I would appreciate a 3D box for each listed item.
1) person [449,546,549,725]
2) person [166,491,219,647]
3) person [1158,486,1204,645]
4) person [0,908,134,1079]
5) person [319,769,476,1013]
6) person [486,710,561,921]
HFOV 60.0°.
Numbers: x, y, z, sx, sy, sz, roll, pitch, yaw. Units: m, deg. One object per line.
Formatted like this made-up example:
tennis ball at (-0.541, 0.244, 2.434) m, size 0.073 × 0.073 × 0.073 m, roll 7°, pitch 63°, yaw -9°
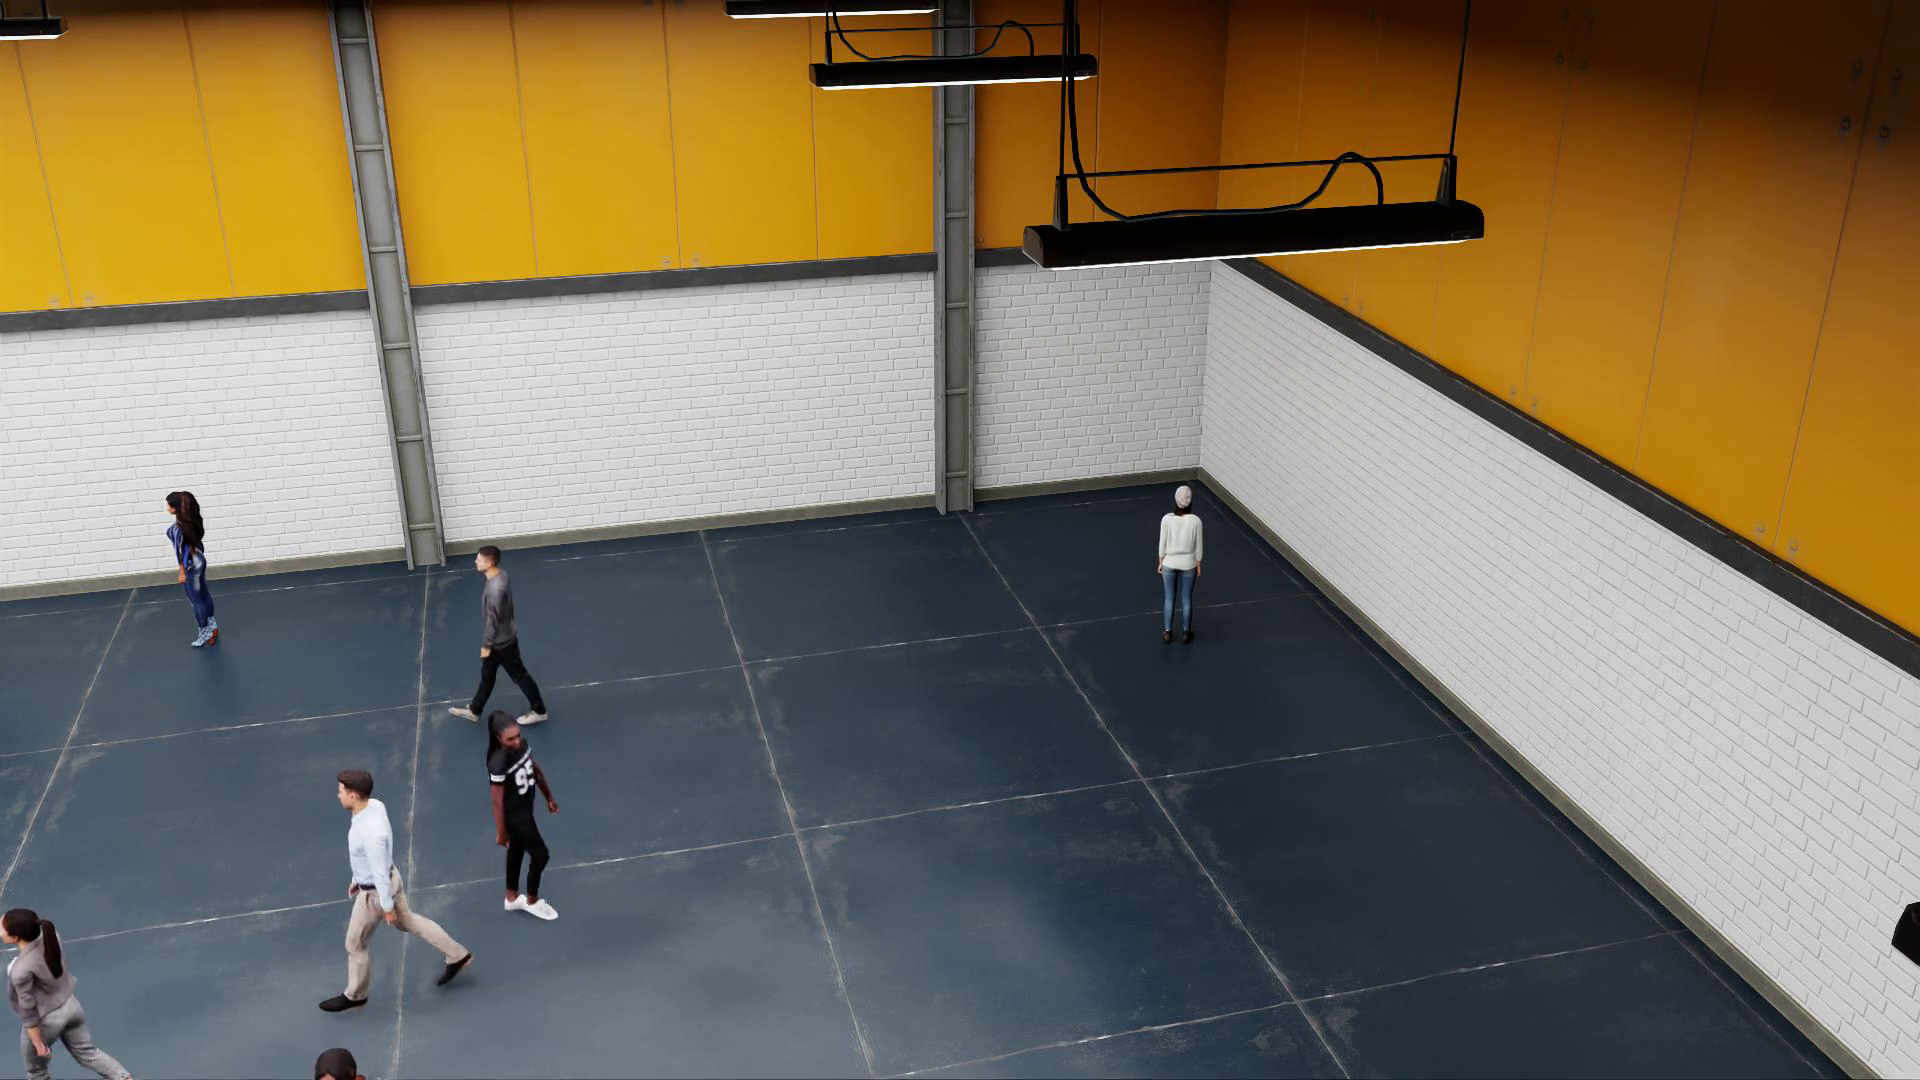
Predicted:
person at (-3.960, 0.876, 14.710) m, size 1.079 × 1.723 × 0.647 m, roll -6°, pitch 24°, yaw -12°
person at (-7.507, 0.261, 16.250) m, size 0.607 × 1.616 × 0.648 m, roll -1°, pitch 24°, yaw -3°
person at (2.154, 0.229, 16.288) m, size 0.555 × 1.644 × 0.697 m, roll 4°, pitch 24°, yaw 8°
person at (-5.424, 2.931, 10.099) m, size 1.129 × 1.651 × 0.869 m, roll 3°, pitch 24°, yaw 6°
person at (-3.830, 2.345, 11.237) m, size 1.264 × 1.811 × 0.658 m, roll -8°, pitch 25°, yaw -17°
person at (-3.318, 2.006, 12.123) m, size 0.780 × 1.723 × 0.761 m, roll 0°, pitch 24°, yaw 1°
